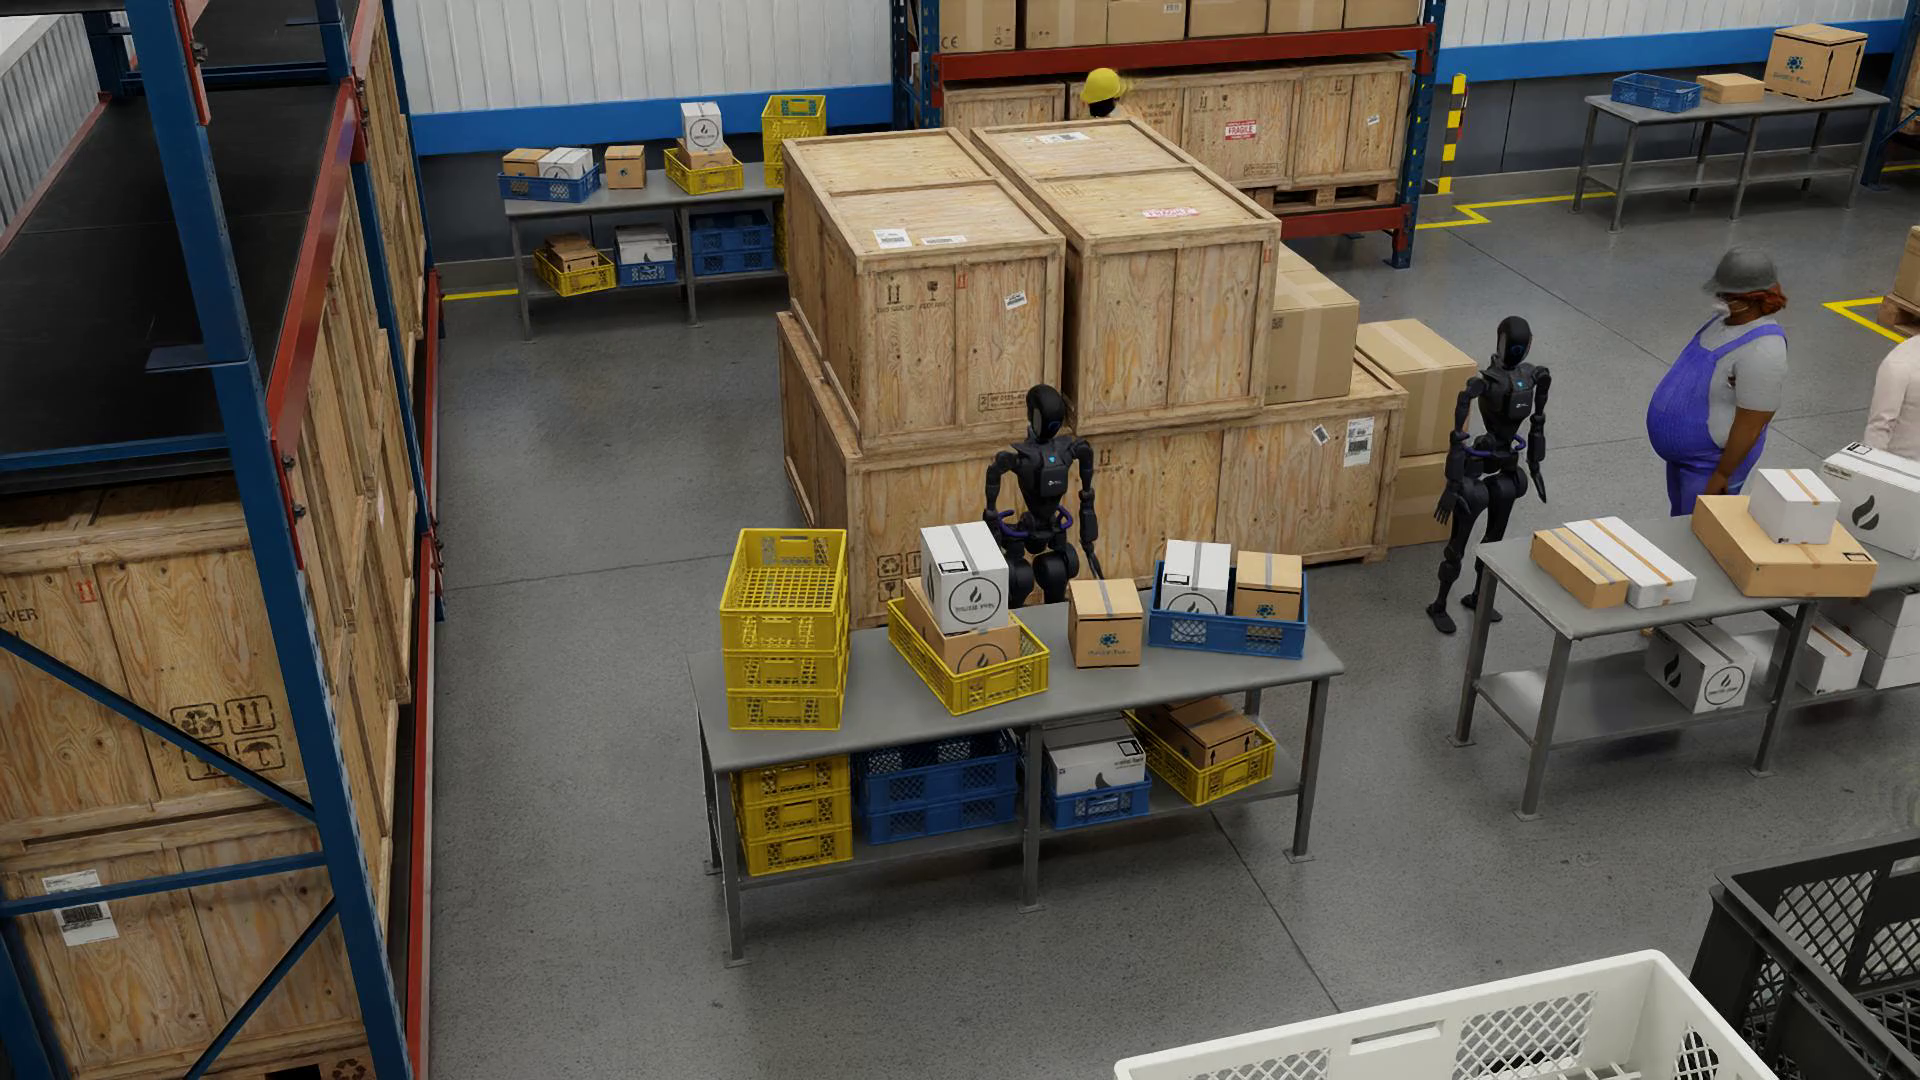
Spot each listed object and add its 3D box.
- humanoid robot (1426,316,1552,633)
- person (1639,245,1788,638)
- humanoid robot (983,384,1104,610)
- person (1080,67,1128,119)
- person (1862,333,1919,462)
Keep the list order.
[{"bbox_3d":[2.632,-0.321,8.226,0.616,1.656,0.308,-11,31,-19],"label":"humanoid robot"},{"bbox_3d":[3.630,-0.475,8.145,0.538,2.000,0.681,3,29,6],"label":"person"},{"bbox_3d":[0.363,0.073,7.513,0.602,1.654,0.324,-12,31,-21],"label":"humanoid robot"},{"bbox_3d":[1.103,-2.469,11.949,0.937,1.865,0.604,8,30,13],"label":"person"},{"bbox_3d":[4.539,-0.354,7.988,0.616,1.990,0.394,-14,32,-24],"label":"person"}]
